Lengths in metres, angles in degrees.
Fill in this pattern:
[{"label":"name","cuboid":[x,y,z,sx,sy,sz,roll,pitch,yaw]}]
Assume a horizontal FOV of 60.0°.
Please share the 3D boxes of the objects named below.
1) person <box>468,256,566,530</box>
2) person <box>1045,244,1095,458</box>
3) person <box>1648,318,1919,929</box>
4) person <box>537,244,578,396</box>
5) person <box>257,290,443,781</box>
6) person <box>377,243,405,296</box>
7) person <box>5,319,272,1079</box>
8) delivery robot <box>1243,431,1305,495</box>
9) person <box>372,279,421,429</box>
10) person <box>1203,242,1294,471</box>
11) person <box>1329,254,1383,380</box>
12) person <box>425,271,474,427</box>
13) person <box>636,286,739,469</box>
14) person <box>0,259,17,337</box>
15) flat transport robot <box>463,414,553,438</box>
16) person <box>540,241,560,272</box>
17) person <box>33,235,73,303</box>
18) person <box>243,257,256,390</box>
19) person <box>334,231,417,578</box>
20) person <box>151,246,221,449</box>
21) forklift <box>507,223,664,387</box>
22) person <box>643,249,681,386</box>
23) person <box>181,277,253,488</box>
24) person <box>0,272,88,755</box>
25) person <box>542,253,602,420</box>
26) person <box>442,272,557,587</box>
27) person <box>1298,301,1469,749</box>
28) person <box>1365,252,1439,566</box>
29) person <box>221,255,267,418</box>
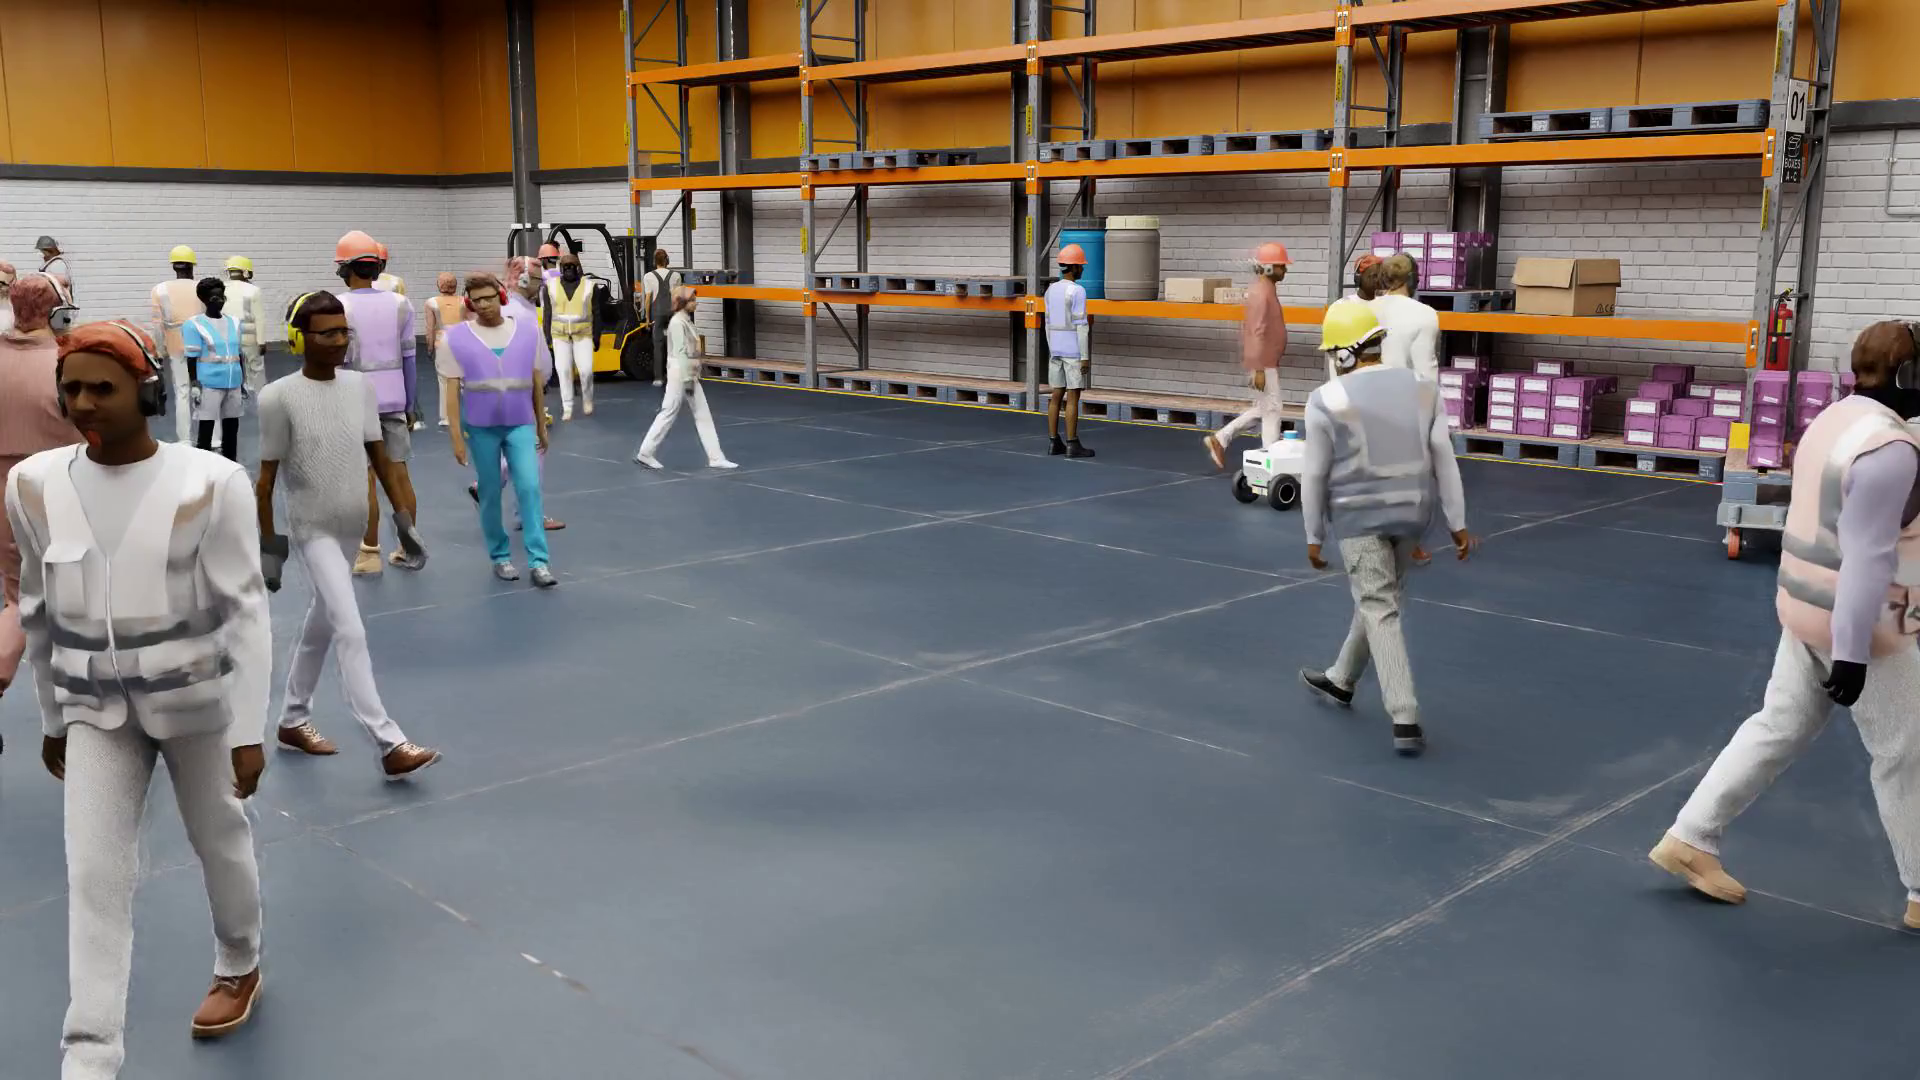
[{"label":"person","cuboid":[-3.048,-0.990,11.359,0.535,1.883,0.667,-3,11,-18]},{"label":"person","cuboid":[1.005,-1.719,15.200,0.361,1.938,0.545,-7,13,-34]},{"label":"person","cuboid":[2.587,0.244,4.906,0.969,1.794,0.640,2,11,10]},{"label":"person","cuboid":[-5.197,-2.782,21.087,0.829,1.904,0.555,7,13,34]},{"label":"person","cuboid":[-2.318,-0.018,6.259,0.986,1.819,0.516,5,11,24]},{"label":"person","cuboid":[-6.248,-2.230,17.985,0.543,1.939,0.360,-3,11,-17]},{"label":"person","cuboid":[-1.904,0.408,3.892,0.601,1.830,0.977,-1,10,-4]},{"label":"delivery robot","cuboid":[2.483,-0.578,12.496,0.707,0.478,0.477,-6,12,-29]},{"label":"person","cuboid":[-6.087,-2.042,17.155,1.019,1.867,0.587,1,10,7]},{"label":"person","cuboid":[2.444,-1.465,13.723,0.772,1.972,0.621,3,11,17]},{"label":"person","cuboid":[2.910,-1.118,12.068,0.585,1.882,0.337,-6,12,-32]},{"label":"person","cuboid":[-5.398,-2.021,17.656,0.512,1.642,0.311,-5,11,-25]},{"label":"person","cuboid":[-2.410,-1.395,14.382,0.875,1.598,0.527,1,10,5]},{"label":"person","cuboid":[-7.057,-1.110,12.113,0.764,1.858,0.423,2,11,11]},{"label":"flat transport robot","cuboid":[-4.603,-1.213,16.987,0.652,0.197,1.431,-1,10,-5]},{"label":"person","cuboid":[-6.465,-3.807,26.588,0.616,1.937,0.858,2,11,10]},{"label":"person","cuboid":[-13.758,-3.604,25.195,0.599,2.000,0.704,-9,13,-39]},{"label":"person","cuboid":[-9.286,-2.796,21.622,0.305,1.736,0.484,5,12,25]},{"label":"person","cuboid":[-3.516,-0.799,9.889,0.385,2.045,0.605,9,14,39]},{"label":"person","cuboid":[-7.265,-1.800,15.677,0.594,1.922,0.375,-6,12,-28]},{"label":"forklift","cuboid":[-5.316,-3.263,22.920,2.313,2.155,1.214,-10,14,-44]},{"label":"person","cuboid":[-3.982,-2.980,22.337,0.506,1.843,0.350,-3,11,-18]},{"label":"person","cuboid":[-5.850,-1.217,13.119,0.316,1.695,0.540,5,12,27]},{"label":"person","cuboid":[-3.577,-0.092,6.467,0.639,1.886,0.774,1,10,8]},{"label":"person","cuboid":[-4.269,-2.231,18.315,0.632,1.830,0.437,-1,10,-6]},{"label":"person","cuboid":[-2.615,-0.614,9.518,0.597,1.803,0.843,-6,12,-29]},{"label":"person","cuboid":[1.699,-0.080,6.753,0.643,1.759,0.921,-3,11,-16]},{"label":"person","cuboid":[2.661,-0.771,10.078,0.631,1.917,0.665,-8,13,-38]},{"label":"person","cuboid":[-7.986,-2.256,18.503,0.610,1.804,0.766,1,10,5]}]
